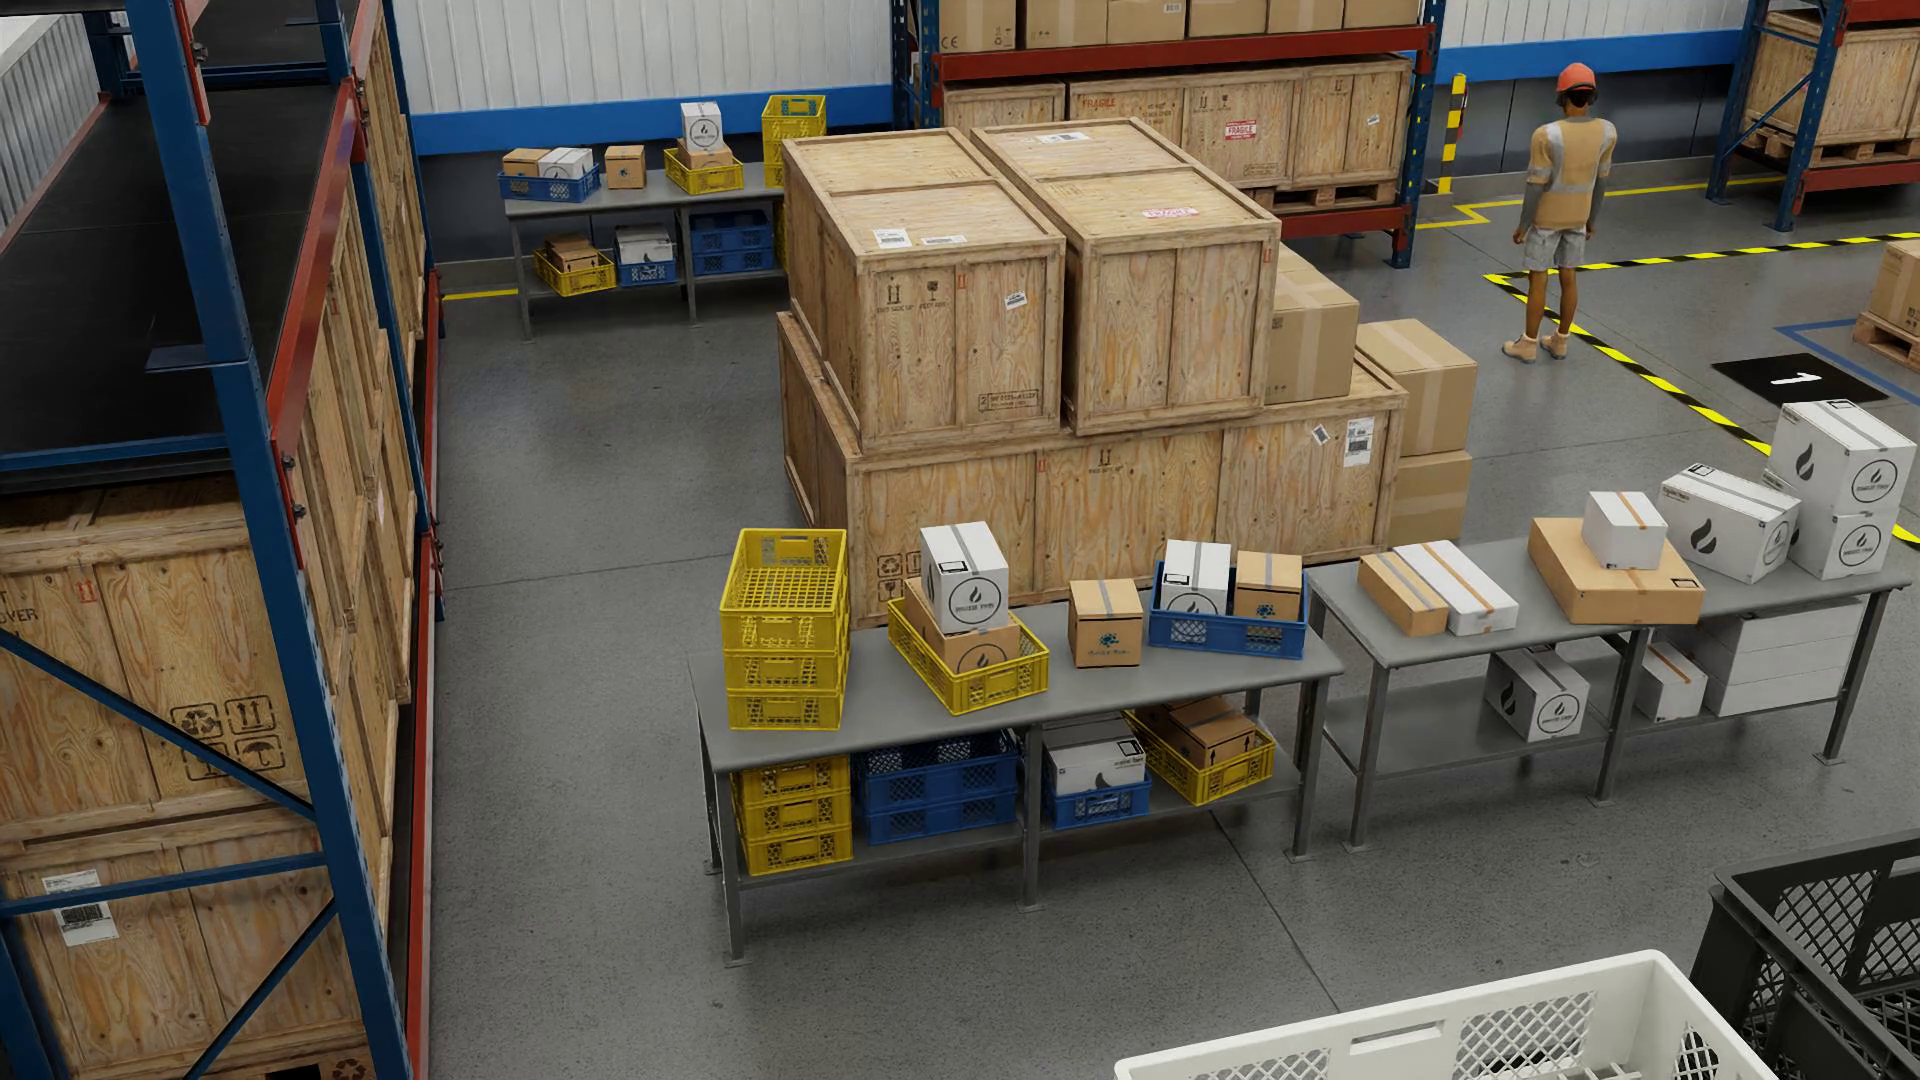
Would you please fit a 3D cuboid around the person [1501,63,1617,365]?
[{"bbox_3d":[4.033,-2.188,11.265,0.607,2.030,0.406,-7,30,-12],"label":"person"}]
